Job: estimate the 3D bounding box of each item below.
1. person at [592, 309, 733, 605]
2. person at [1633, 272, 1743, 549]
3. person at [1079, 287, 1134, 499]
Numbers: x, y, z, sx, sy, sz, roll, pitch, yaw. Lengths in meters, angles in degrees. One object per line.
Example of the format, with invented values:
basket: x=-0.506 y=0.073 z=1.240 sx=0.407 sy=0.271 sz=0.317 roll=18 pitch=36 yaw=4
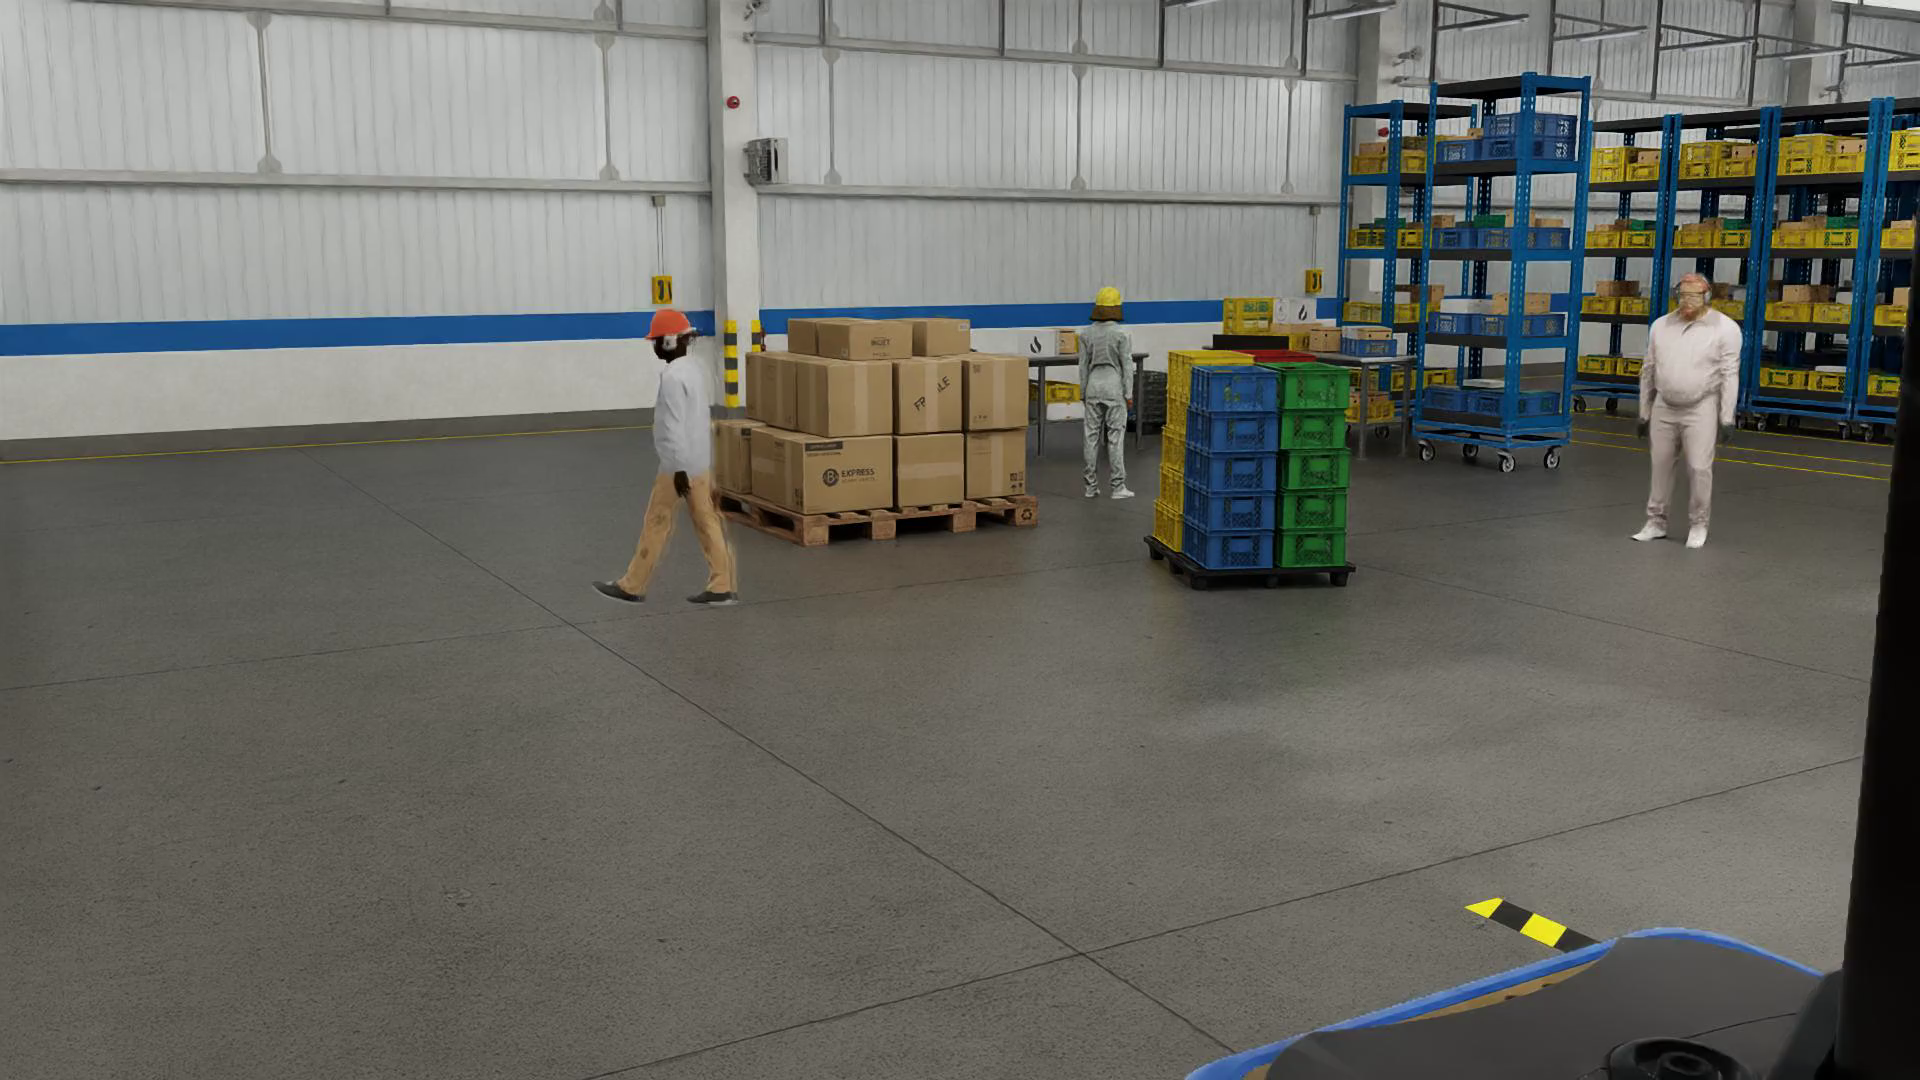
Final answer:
person: x=-1.705 y=-0.464 z=9.584 sx=0.843 sy=1.710 sz=0.599 roll=1 pitch=10 yaw=8
person: x=5.029 y=-0.898 z=11.544 sx=0.650 sy=1.908 sz=0.402 roll=10 pitch=14 yaw=44
person: x=1.216 y=-1.211 z=13.753 sx=0.485 sy=1.744 sz=0.295 roll=6 pitch=12 yaw=30
